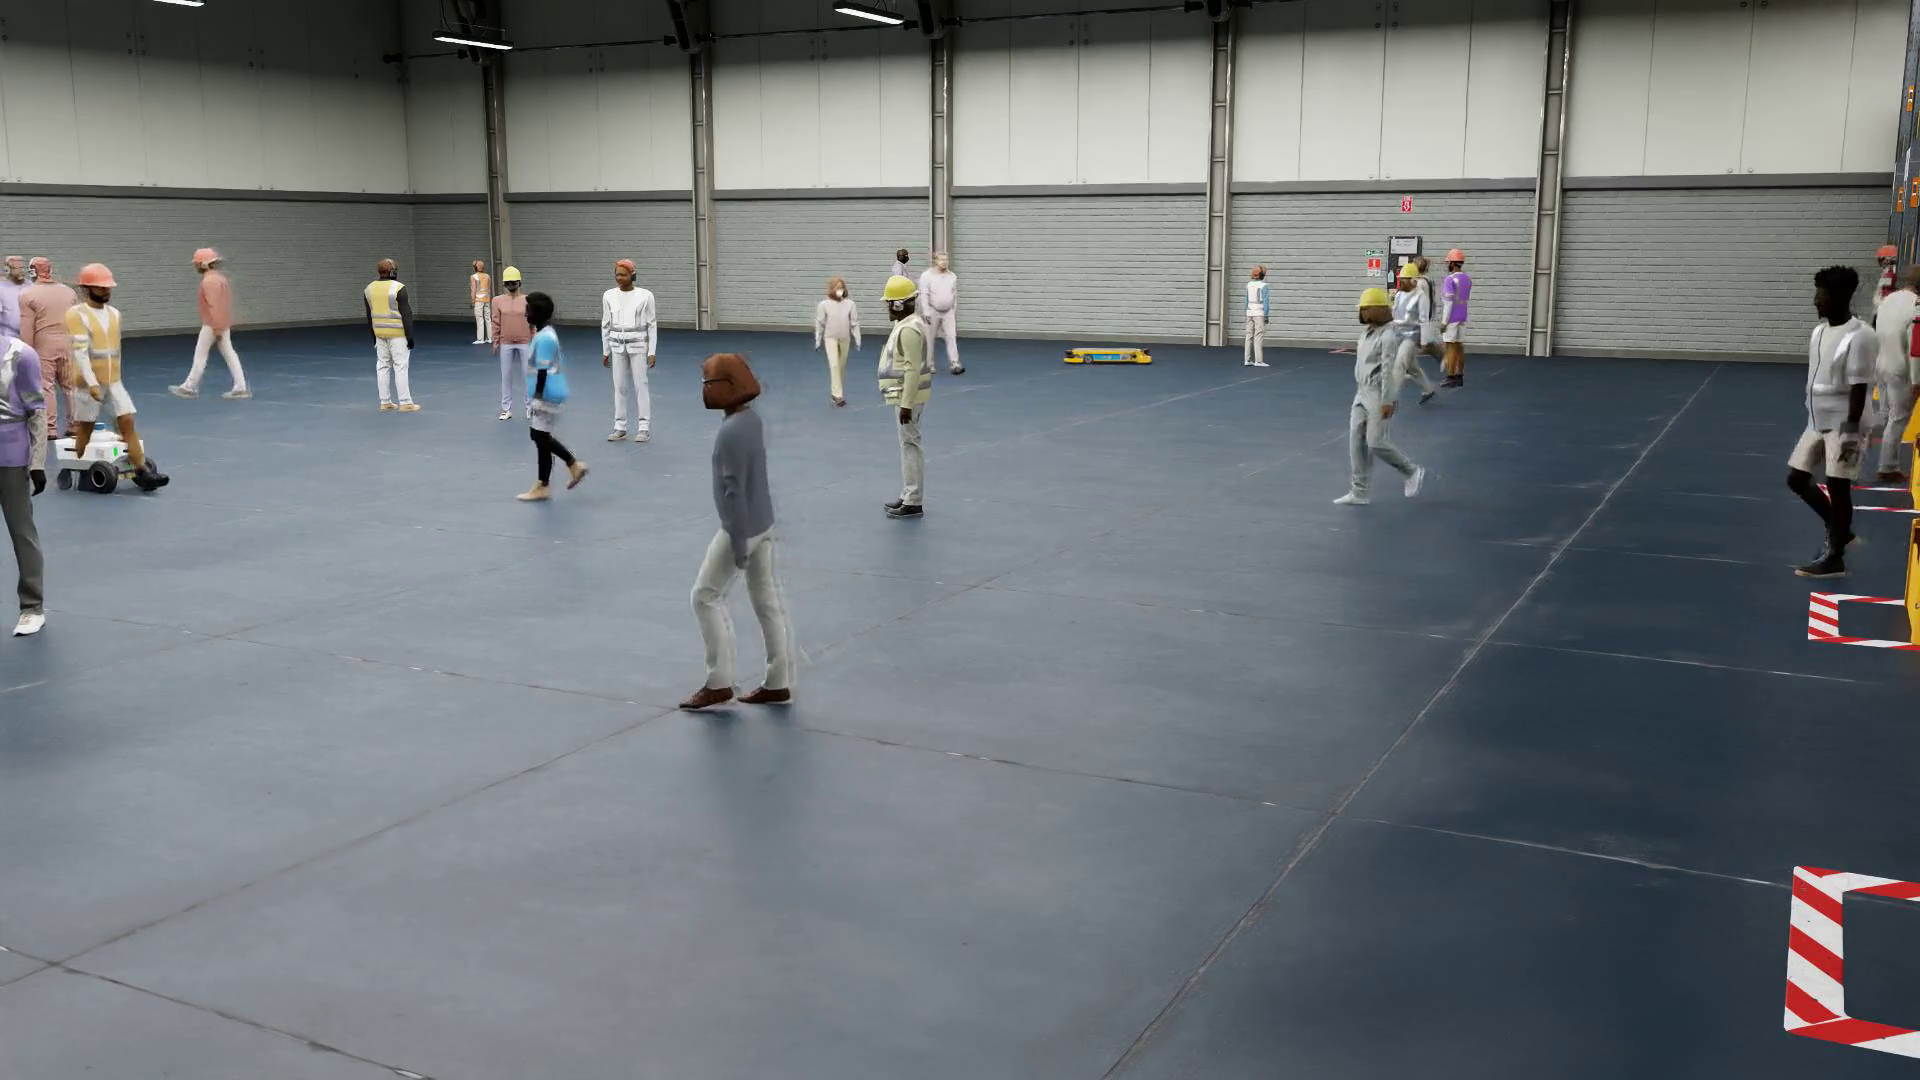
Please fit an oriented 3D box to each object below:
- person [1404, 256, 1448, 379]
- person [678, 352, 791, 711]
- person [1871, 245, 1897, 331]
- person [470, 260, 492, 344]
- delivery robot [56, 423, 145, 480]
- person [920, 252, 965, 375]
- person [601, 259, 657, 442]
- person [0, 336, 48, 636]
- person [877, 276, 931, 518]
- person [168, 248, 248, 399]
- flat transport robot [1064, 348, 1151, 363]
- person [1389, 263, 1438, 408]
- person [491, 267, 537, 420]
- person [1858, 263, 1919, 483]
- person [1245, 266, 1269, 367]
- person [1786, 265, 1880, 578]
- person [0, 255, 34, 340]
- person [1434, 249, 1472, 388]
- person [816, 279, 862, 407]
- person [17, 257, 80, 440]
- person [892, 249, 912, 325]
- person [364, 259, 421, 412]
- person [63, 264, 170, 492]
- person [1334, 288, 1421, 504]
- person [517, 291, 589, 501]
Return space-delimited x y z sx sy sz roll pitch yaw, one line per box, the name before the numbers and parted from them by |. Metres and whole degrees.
person | 6.888 -3.277 24.599 0.691 1.825 0.524 7 12 33
person | -1.047 -0.030 7.471 0.603 1.615 0.519 2 11 9
person | 13.822 -3.413 24.899 0.436 1.979 0.649 7 13 34
person | -9.408 -4.664 32.658 0.307 1.640 0.520 5 12 26
delivery robot | -7.230 -0.743 13.981 0.707 0.478 0.477 4 11 20
person | -0.279 -3.455 25.422 0.639 1.868 0.962 -5 11 -23
person | -3.423 -1.952 17.205 0.584 1.882 0.337 2 11 11
person | -5.151 -0.439 8.837 0.589 1.928 0.386 0 10 1
person | -0.422 -1.080 12.606 0.404 1.827 0.588 0 10 -2
person | -9.848 -2.808 21.695 1.002 1.945 0.622 -1 10 -4
flat transport robot | 2.459 -3.092 27.823 1.431 0.197 0.652 0 10 2
person | 5.595 -2.532 20.648 0.925 1.800 0.594 -3 11 -17
person | -5.146 -2.270 19.259 0.533 1.767 0.313 -2 11 -9
person | 7.945 -1.412 14.179 0.549 1.908 0.676 0 10 -2
person | 4.824 -3.631 27.027 0.313 1.639 0.517 -6 12 -30
person | 5.435 -0.723 10.328 0.422 1.952 0.627 -1 10 -5
person | -11.062 -2.395 19.591 0.421 1.891 0.658 7 13 35
person | 6.923 -3.105 23.371 0.548 1.936 0.402 -10 14 -42
person | -1.522 -2.479 20.880 0.538 1.583 0.862 -4 11 -22
person | -9.519 -1.992 17.372 0.410 1.905 0.641 5 12 26
person | -1.187 -5.042 34.170 0.430 1.845 0.619 1 10 5
person | -6.876 -2.474 20.165 0.627 1.846 0.429 4 11 20
person | -6.994 -1.310 13.676 0.977 1.886 0.550 5 11 24
person | 3.317 -1.127 13.131 0.616 1.721 0.492 -3 11 -16
person | -3.318 -1.150 13.379 0.515 1.681 0.551 -3 11 -16
